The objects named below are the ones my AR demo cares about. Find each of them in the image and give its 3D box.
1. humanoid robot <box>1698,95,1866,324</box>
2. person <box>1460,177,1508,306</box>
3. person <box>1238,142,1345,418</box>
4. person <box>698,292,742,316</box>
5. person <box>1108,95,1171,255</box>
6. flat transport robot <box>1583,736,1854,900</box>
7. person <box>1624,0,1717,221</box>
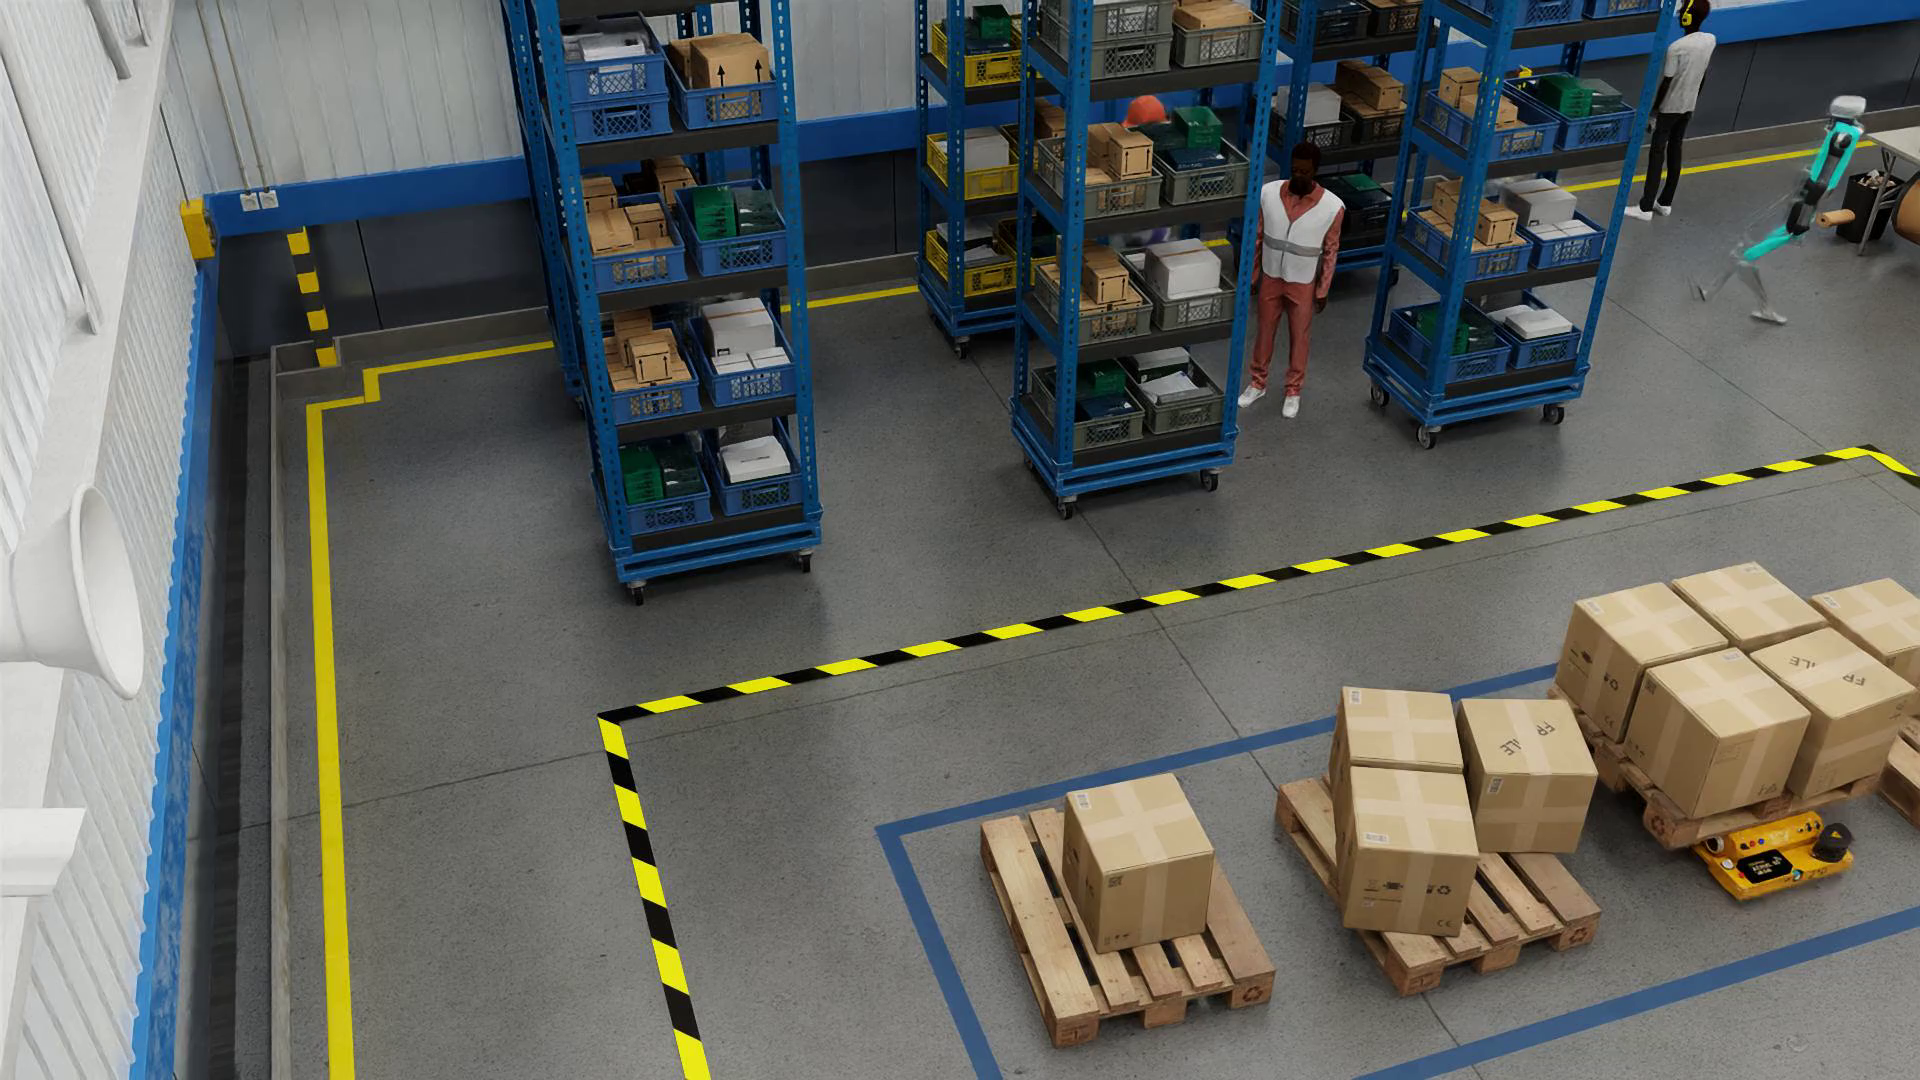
[{"bbox_3d":[5.970,-2.420,12.265,0.883,1.838,0.557,20,40,26],"label":"humanoid robot"},{"bbox_3d":[3.706,-2.156,11.843,0.469,1.725,0.496,-2,35,-3],"label":"person"},{"bbox_3d":[2.199,-1.740,11.092,0.590,1.919,0.393,16,38,22],"label":"person"},{"bbox_3d":[-1.486,-1.348,10.602,0.530,1.841,0.668,-14,38,-19],"label":"person"},{"bbox_3d":[1.216,-2.135,11.571,0.677,2.010,0.638,-16,38,-21],"label":"person"},{"bbox_3d":[3.726,1.167,8.377,0.652,0.197,1.431,-11,37,-15],"label":"flat transport robot"},{"bbox_3d":[5.870,-3.552,13.704,0.510,1.869,0.326,-16,38,-21],"label":"person"}]
